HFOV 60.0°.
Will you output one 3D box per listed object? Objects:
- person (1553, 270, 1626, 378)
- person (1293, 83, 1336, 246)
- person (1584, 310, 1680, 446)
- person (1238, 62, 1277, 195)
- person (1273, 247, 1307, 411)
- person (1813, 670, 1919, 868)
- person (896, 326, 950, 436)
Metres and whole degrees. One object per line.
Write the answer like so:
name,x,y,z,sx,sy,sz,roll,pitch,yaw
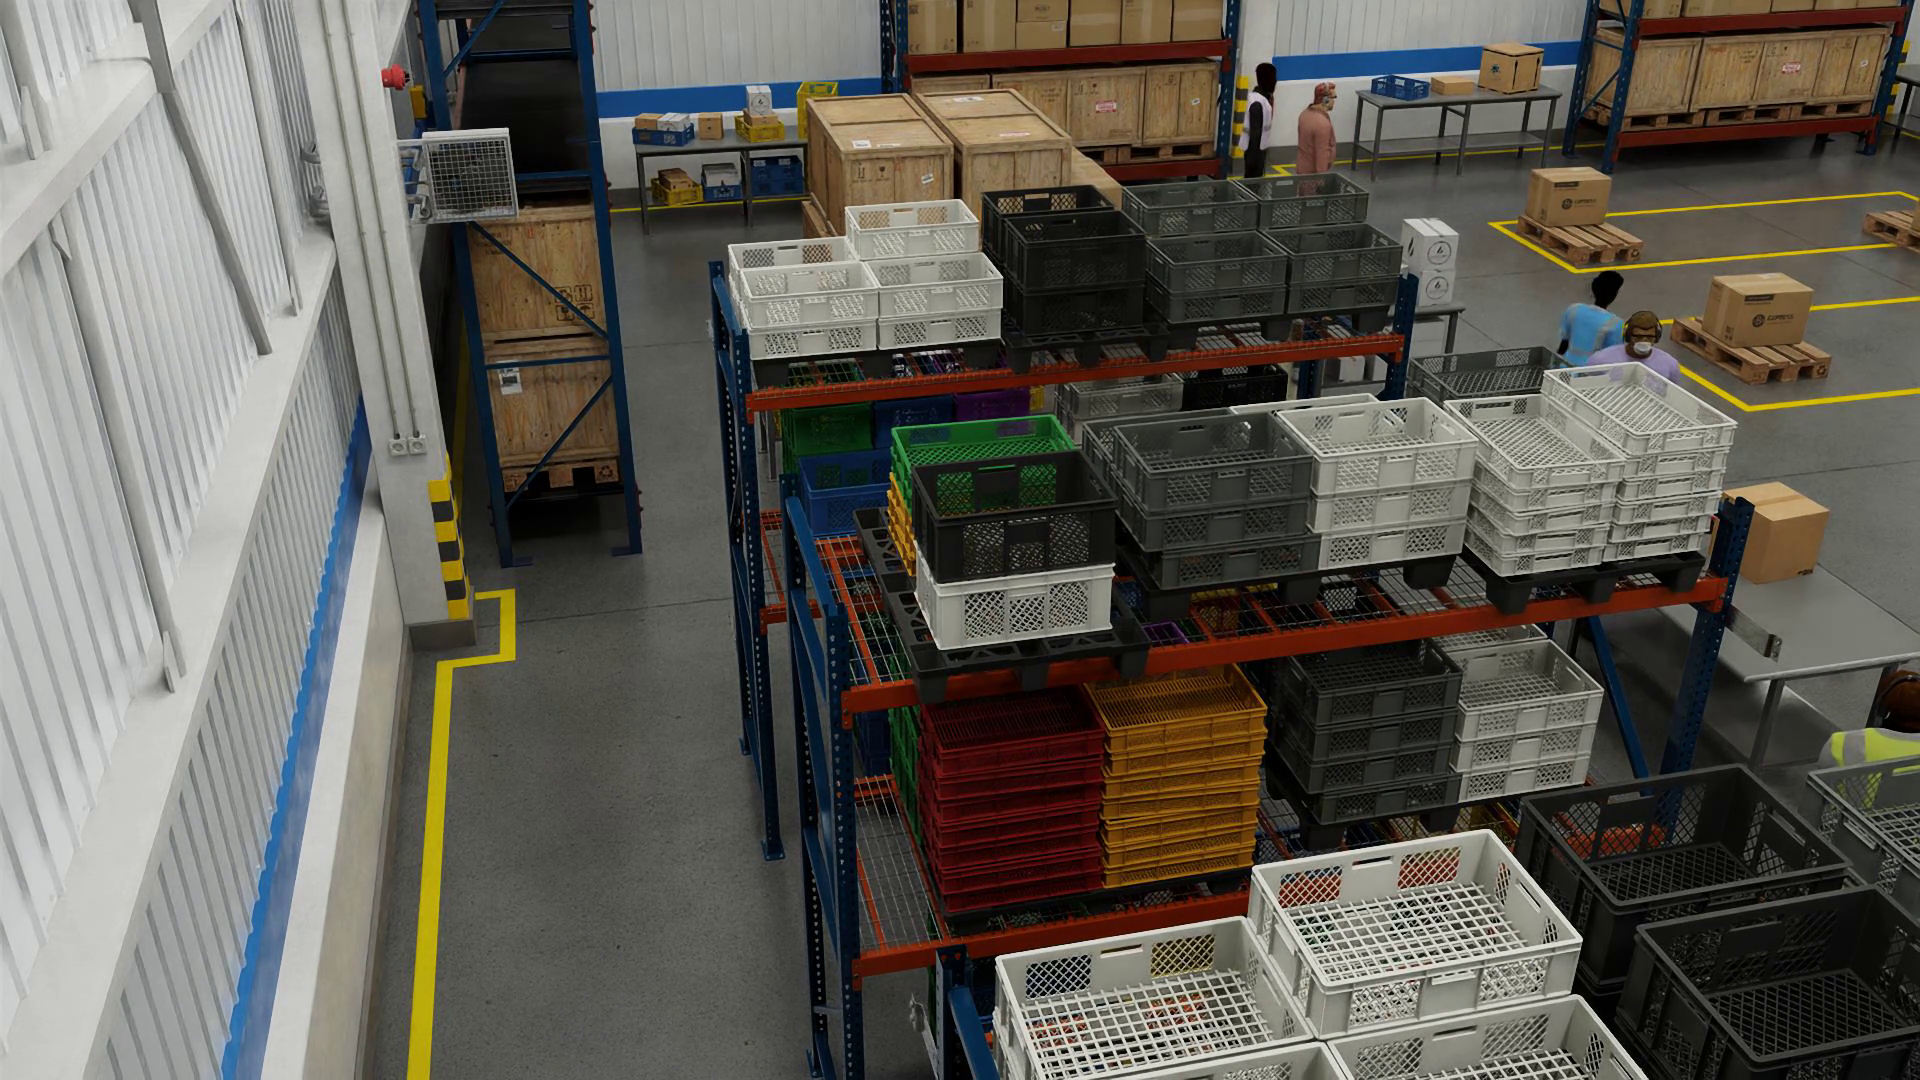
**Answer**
person,4.856,-1.270,12.927,0.417,1.671,0.607,-18,33,-30
person,3.780,-3.906,17.701,0.400,1.901,0.646,-3,28,-6
person,4.560,-0.671,11.515,0.627,1.941,0.371,3,28,6
person,3.313,-4.352,18.527,0.430,1.917,0.590,5,28,9
person,2.618,-1.453,13.090,0.324,1.862,0.517,1,28,2
person,4.162,1.420,7.664,0.629,1.836,0.430,5,28,10
person,-0.277,-0.864,11.940,0.354,1.883,0.572,18,33,31
